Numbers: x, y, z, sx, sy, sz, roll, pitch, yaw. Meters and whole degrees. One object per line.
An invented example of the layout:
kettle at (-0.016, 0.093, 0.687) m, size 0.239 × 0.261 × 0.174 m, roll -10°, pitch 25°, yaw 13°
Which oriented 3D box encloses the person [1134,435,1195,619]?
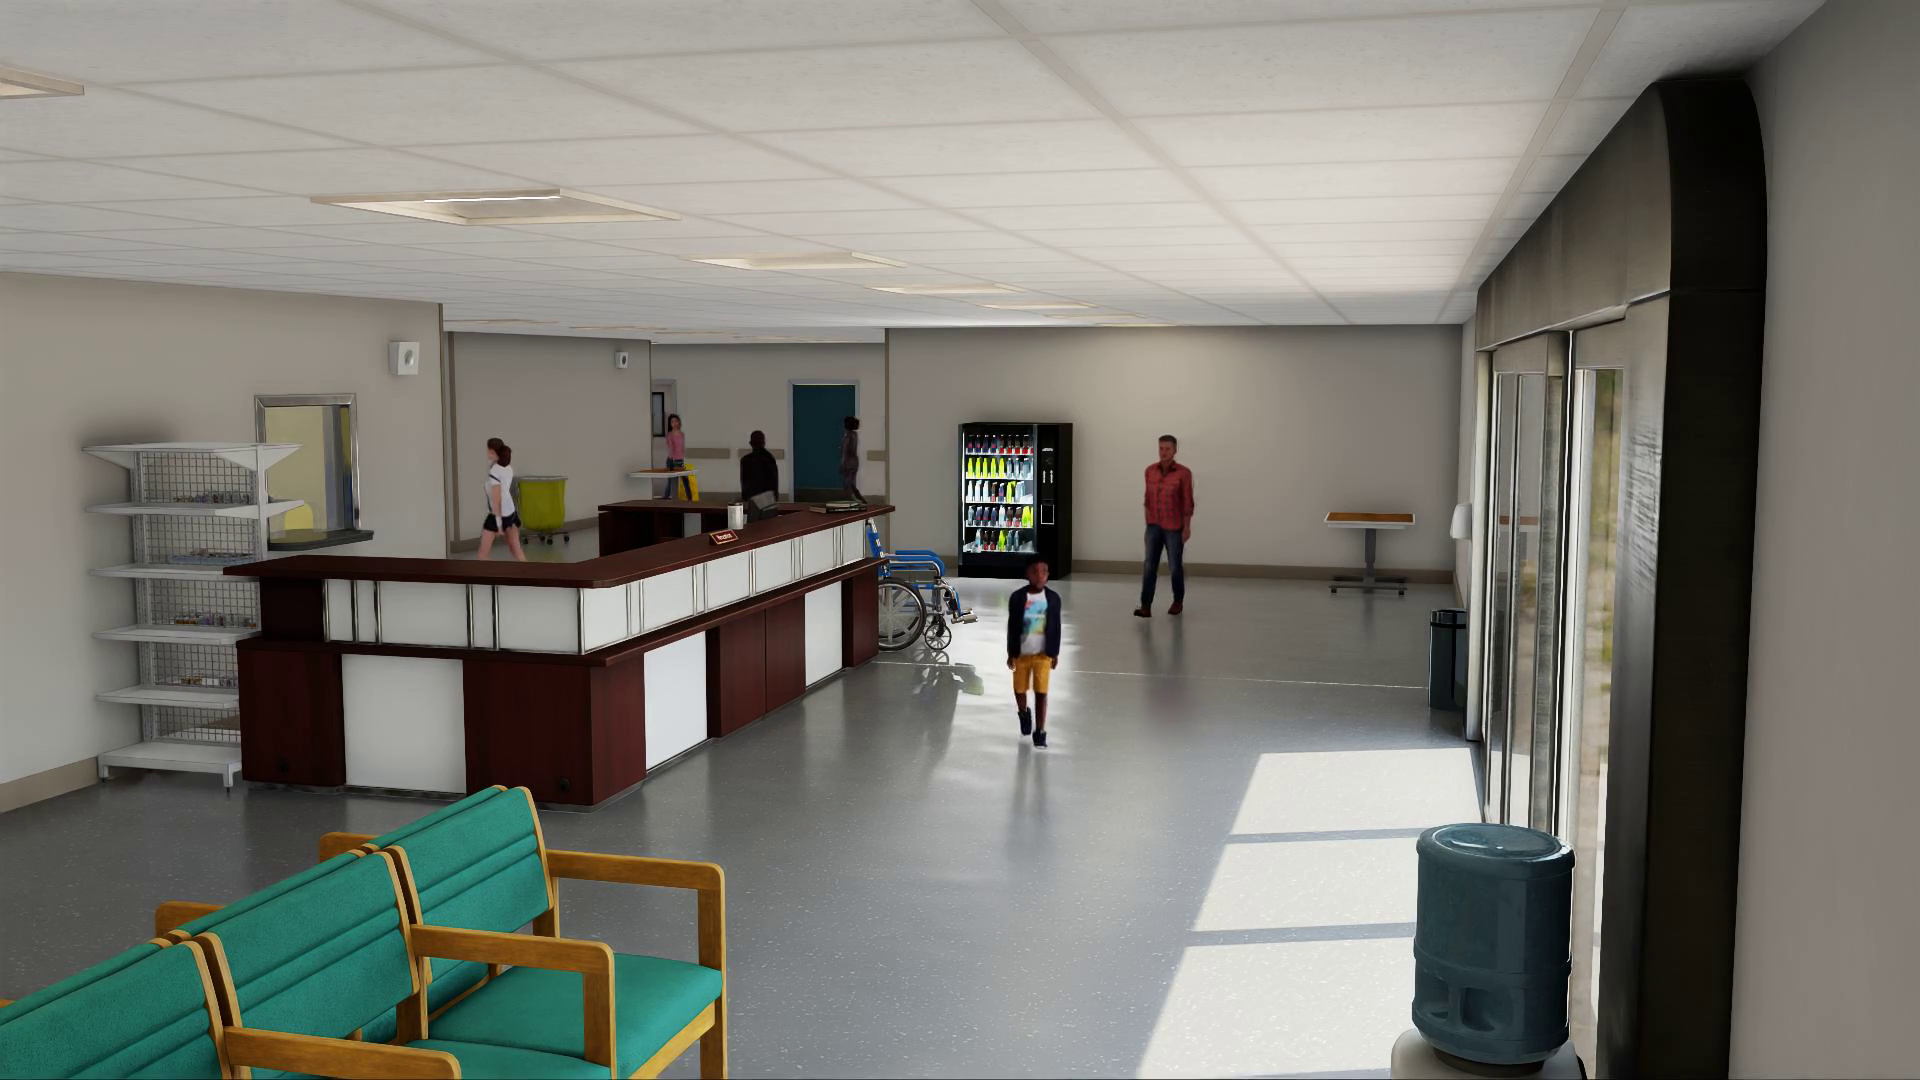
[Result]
person at (2.098, -0.130, 16.599) m, size 1.042 × 1.803 × 0.931 m, roll 3°, pitch 7°, yaw 29°

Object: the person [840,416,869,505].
person at (-1.785, -1.238, 28.095) m, size 0.765 × 1.706 × 0.647 m, roll 2°, pitch 6°, yaw 23°

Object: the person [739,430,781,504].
person at (-2.258, -0.285, 18.218) m, size 1.080 × 1.786 × 0.881 m, roll 3°, pitch 6°, yaw 26°

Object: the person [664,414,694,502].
person at (-4.957, -1.286, 28.653) m, size 1.203 × 1.690 × 0.881 m, roll 4°, pitch 7°, yaw 33°

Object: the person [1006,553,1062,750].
person at (0.467, 0.713, 10.951) m, size 0.834 × 1.255 × 0.714 m, roll 0°, pitch 6°, yaw -1°

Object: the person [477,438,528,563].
person at (-4.792, -0.187, 17.674) m, size 1.145 × 1.702 × 0.596 m, roll 2°, pitch 6°, yaw 19°
